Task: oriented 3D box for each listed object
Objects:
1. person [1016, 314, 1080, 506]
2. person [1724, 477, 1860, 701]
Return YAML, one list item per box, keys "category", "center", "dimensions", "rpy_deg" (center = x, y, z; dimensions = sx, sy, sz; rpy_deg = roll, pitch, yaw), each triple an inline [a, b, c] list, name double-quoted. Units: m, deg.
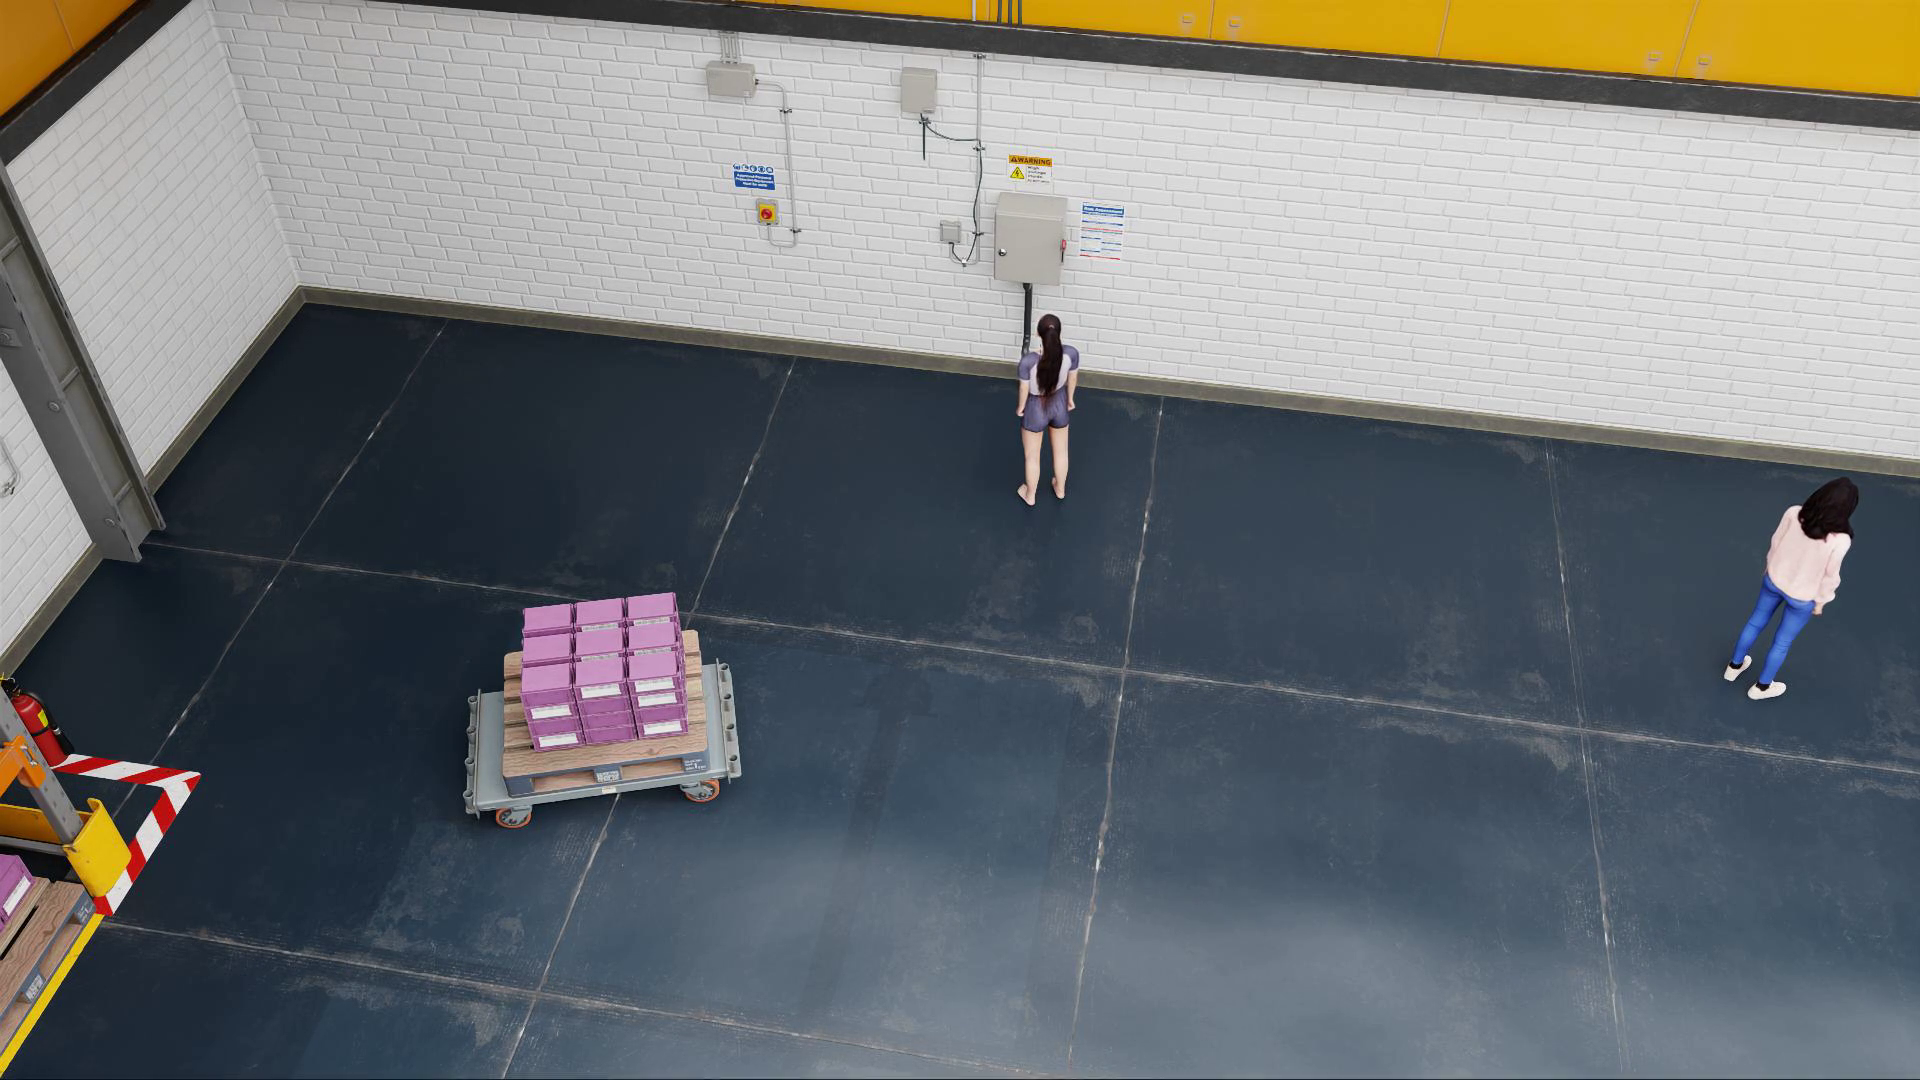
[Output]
- category: "person"
  center: [0.617, -0.922, 11.793]
  dimensions: [0.673, 1.650, 0.677]
  rpy_deg: [-12, 45, -13]
- category: "person"
  center: [5.212, 0.300, 10.423]
  dimensions: [0.779, 1.770, 0.697]
  rpy_deg: [-21, 48, -21]
